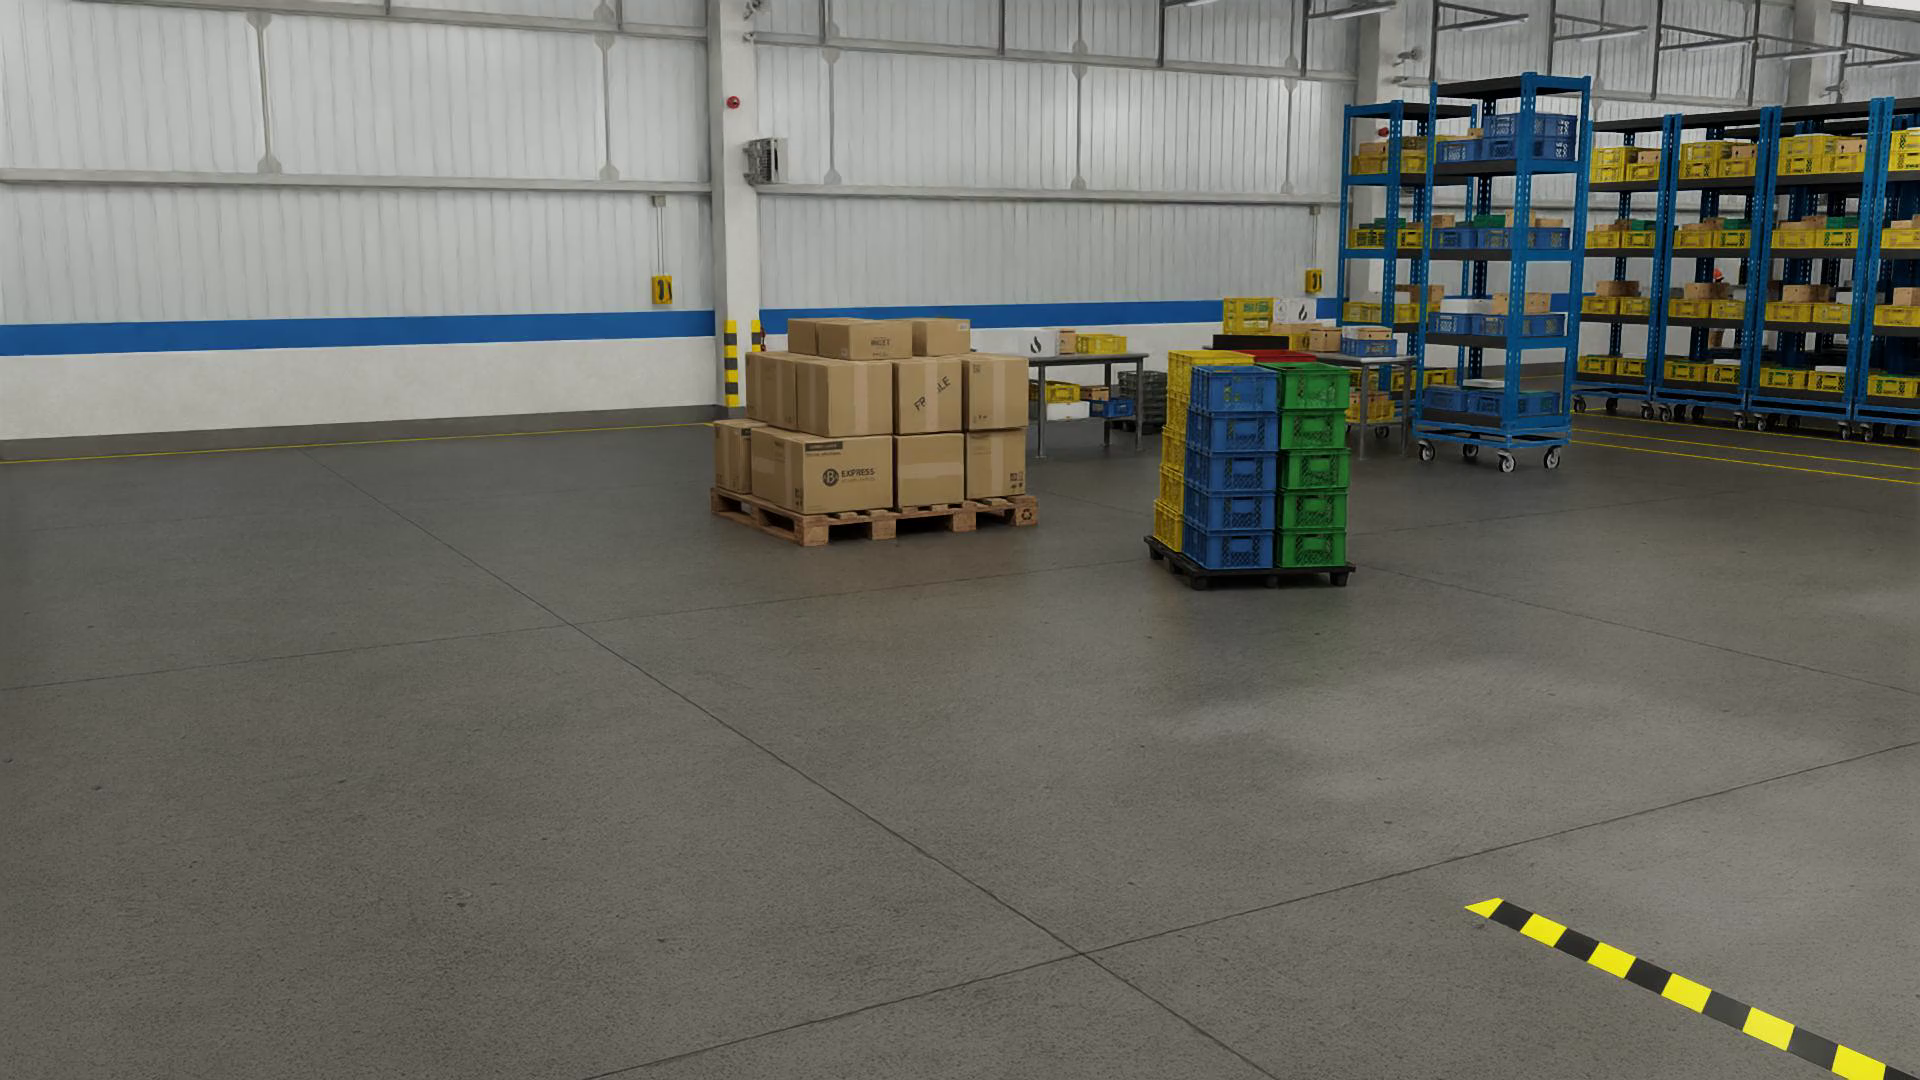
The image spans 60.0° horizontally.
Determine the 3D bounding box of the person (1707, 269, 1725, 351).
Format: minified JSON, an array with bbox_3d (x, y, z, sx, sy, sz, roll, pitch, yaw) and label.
[{"bbox_3d":[11.329,-3.209,25.071,0.562,1.742,0.359,-9,13,-40],"label":"person"}]
